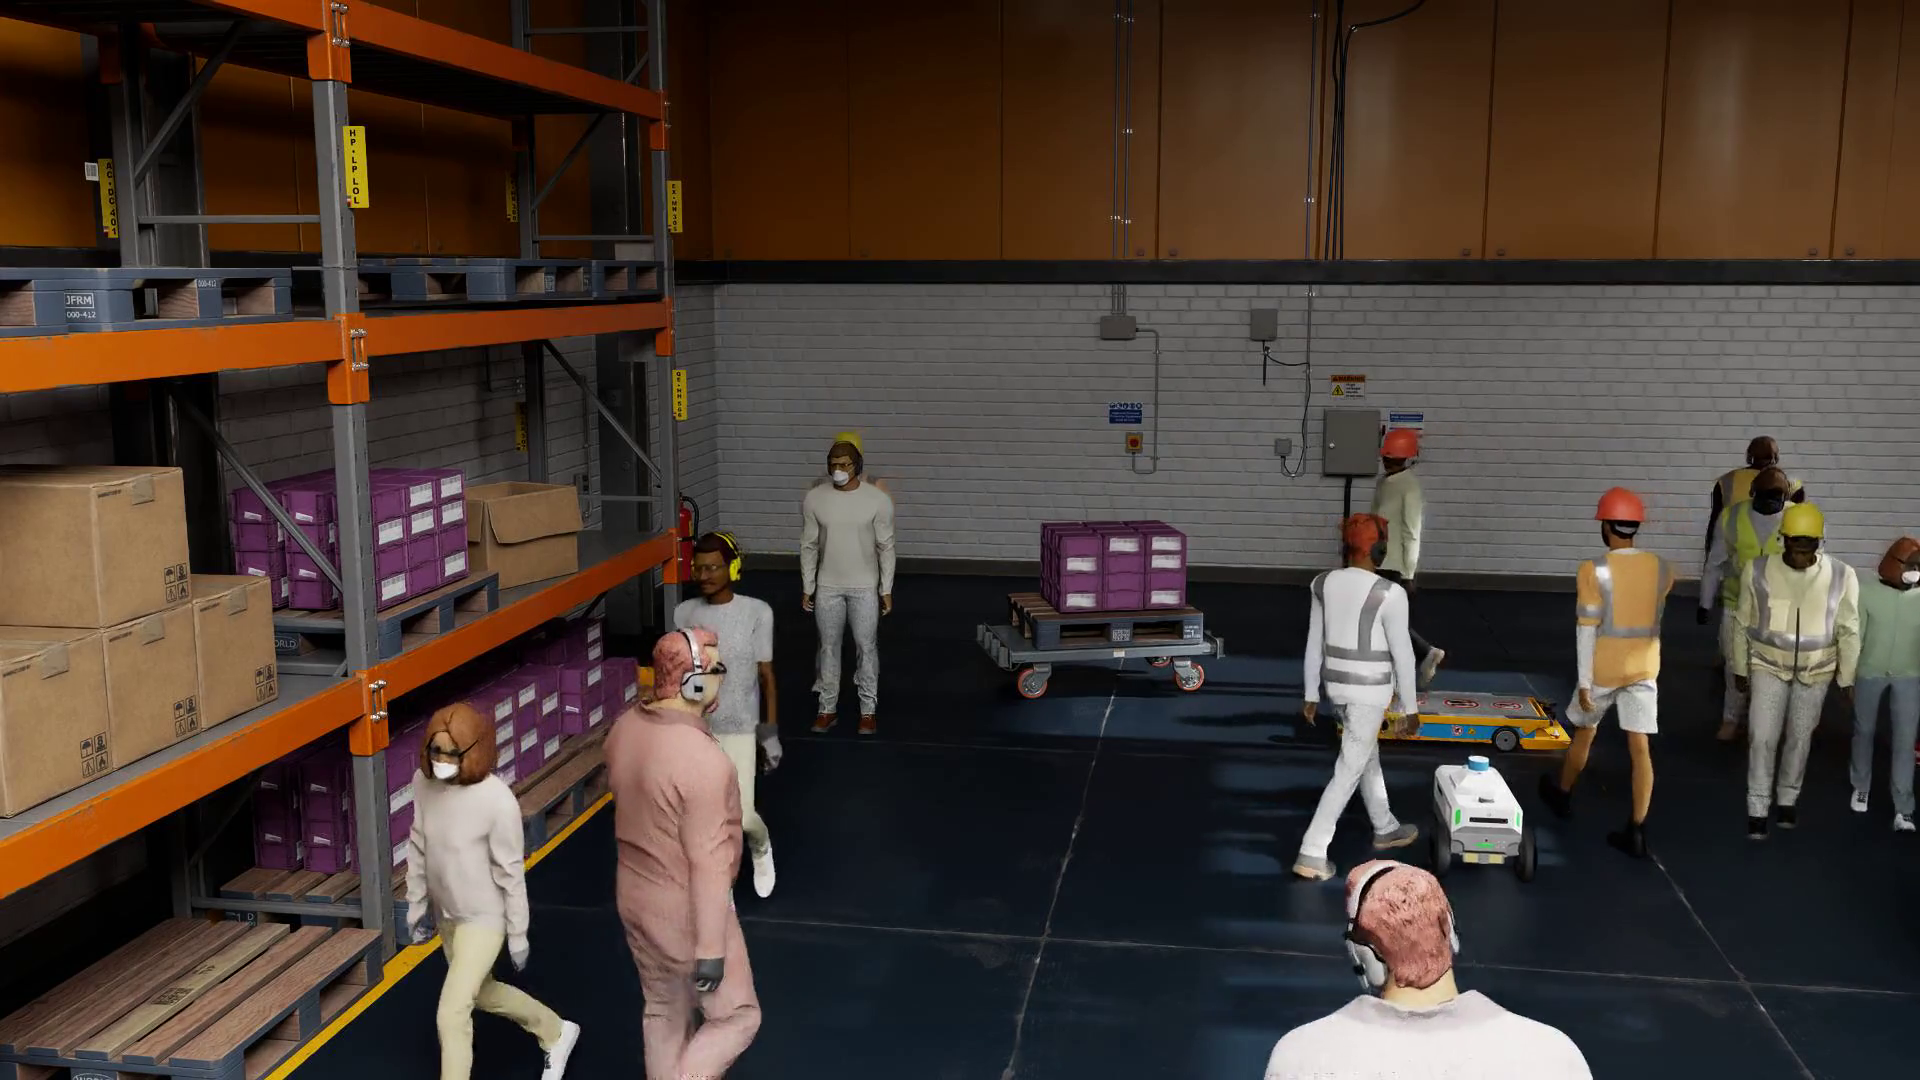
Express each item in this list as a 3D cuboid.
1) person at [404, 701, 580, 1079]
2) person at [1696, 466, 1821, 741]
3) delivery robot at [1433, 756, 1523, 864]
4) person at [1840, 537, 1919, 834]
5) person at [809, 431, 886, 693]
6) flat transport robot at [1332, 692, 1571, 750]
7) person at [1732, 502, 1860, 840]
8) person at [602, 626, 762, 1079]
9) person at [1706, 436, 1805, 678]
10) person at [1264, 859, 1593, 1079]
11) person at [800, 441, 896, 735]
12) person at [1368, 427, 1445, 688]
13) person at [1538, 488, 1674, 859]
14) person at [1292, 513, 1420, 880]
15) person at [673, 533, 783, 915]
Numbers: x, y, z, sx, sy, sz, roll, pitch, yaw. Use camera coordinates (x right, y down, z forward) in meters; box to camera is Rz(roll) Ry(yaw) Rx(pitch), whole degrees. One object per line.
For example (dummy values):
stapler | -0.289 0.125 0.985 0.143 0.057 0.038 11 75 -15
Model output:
person | -1.644 1.303 5.815 0.516 1.602 0.765 7 12 37
person | 5.093 0.425 10.584 0.739 1.808 0.487 6 11 34
delivery robot | 2.633 1.345 8.479 0.477 0.478 0.707 1 9 8
person | 5.059 0.784 9.049 0.516 1.591 0.845 3 10 20
person | -0.809 0.152 11.990 0.601 1.898 0.586 2 9 13
flat transport robot | 3.174 1.155 10.818 1.431 0.197 0.652 1 9 9
person | 4.444 0.705 8.852 0.601 1.801 0.743 3 10 21
person | -0.913 1.217 5.474 0.436 1.892 0.643 -8 12 -41
person | 5.959 0.127 12.435 0.631 1.803 0.723 9 13 44
person | 0.937 1.579 3.299 0.702 1.870 0.701 2 10 15
person | -0.737 0.312 10.883 0.635 1.937 0.353 1 9 9
person | 3.045 0.168 11.734 0.815 1.948 0.633 -1 9 -3
person | 3.462 0.663 8.865 0.545 1.884 0.981 -1 9 -4
person | 2.019 0.772 8.414 1.020 1.834 0.582 -6 11 -31
person | -1.063 0.868 7.691 0.539 1.861 0.488 2 9 13
